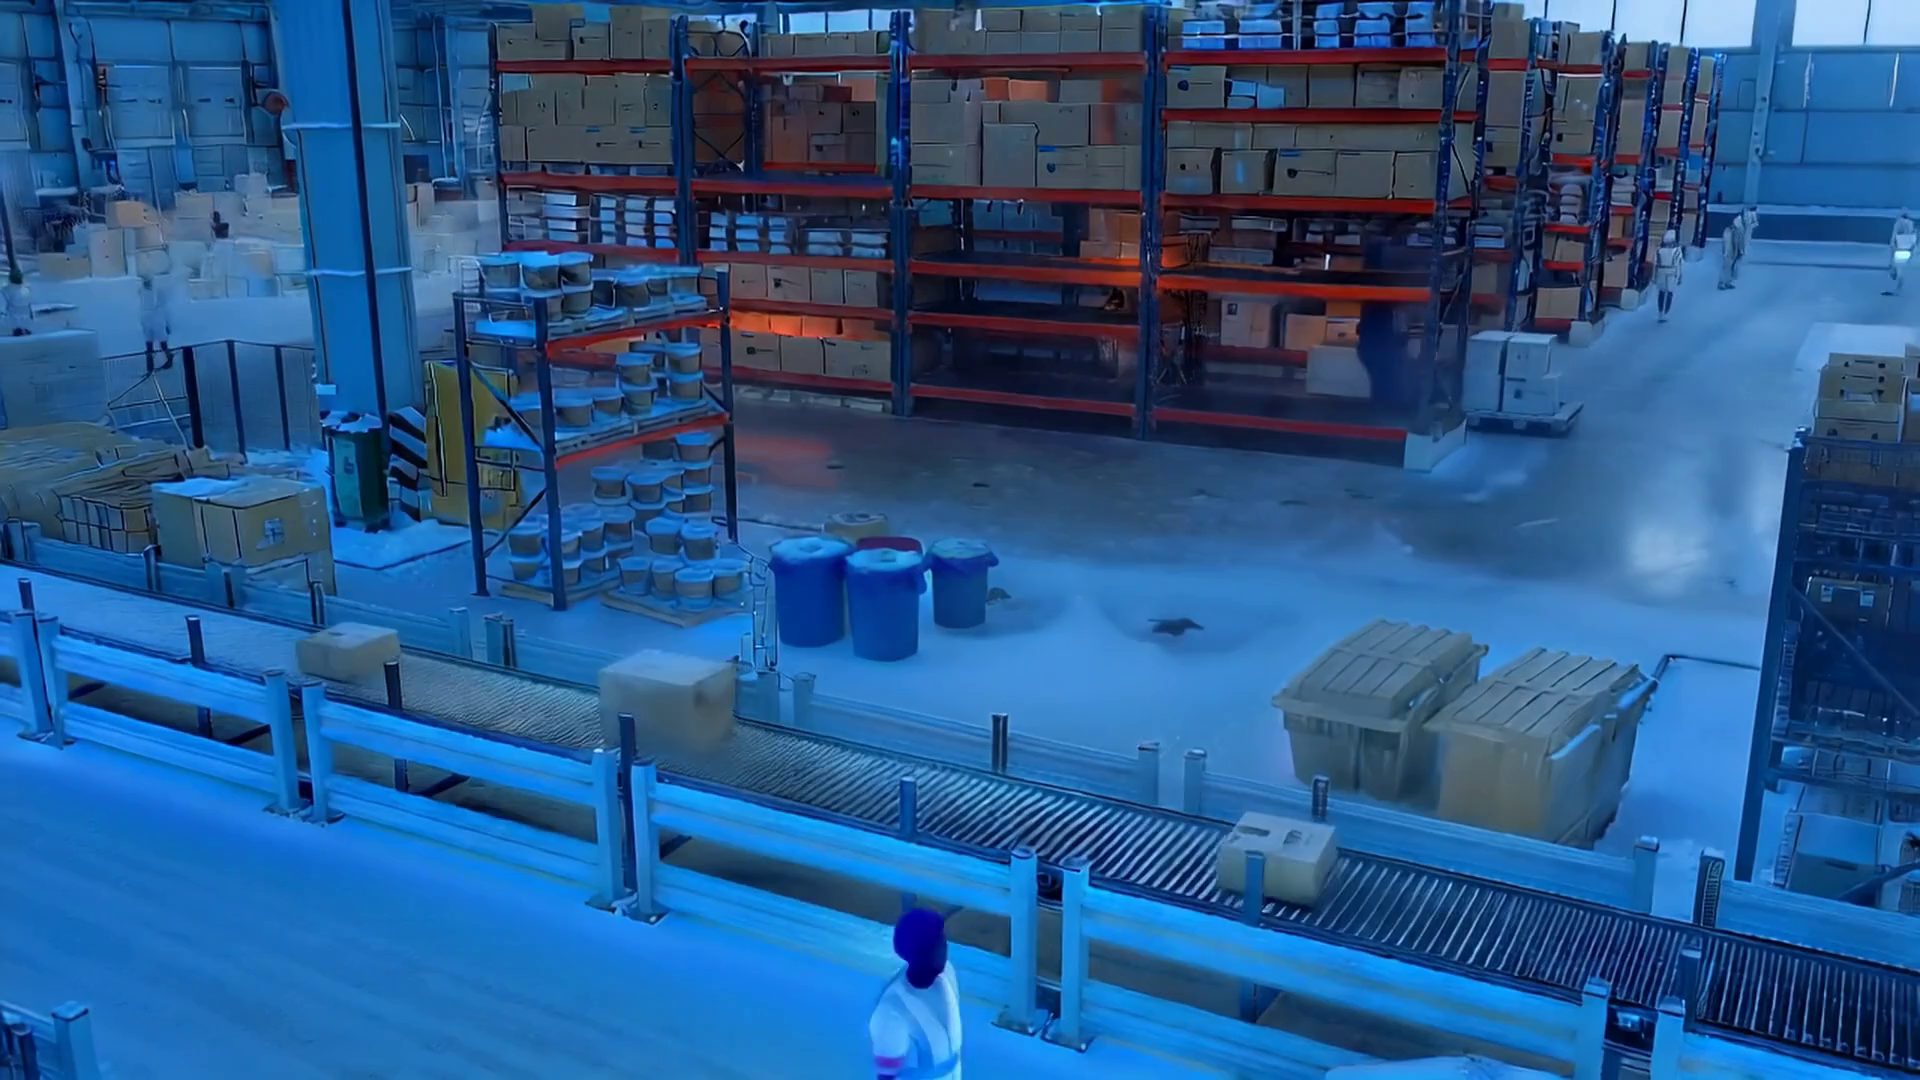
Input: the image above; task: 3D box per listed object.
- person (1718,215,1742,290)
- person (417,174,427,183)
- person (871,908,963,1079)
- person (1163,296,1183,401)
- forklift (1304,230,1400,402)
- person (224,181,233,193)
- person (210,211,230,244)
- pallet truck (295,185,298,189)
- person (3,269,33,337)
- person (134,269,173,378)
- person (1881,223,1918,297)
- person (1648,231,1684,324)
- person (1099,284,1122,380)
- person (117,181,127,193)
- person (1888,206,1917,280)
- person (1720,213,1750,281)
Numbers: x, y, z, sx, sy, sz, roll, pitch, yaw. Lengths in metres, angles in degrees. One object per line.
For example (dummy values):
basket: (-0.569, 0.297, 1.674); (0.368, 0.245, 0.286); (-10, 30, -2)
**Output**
person: (19.863, -7.391, 42.779); (0.644, 1.900, 0.397); (-12, 19, -37)
person: (-21.424, -13.645, 66.370); (0.620, 1.852, 0.441); (2, 15, 6)
person: (-0.225, 2.270, 6.880); (0.695, 1.676, 0.539); (9, 17, 30)
person: (3.459, -3.112, 27.064); (0.319, 1.695, 0.538); (-2, 15, -9)
forklift: (6.443, -3.376, 25.790); (1.873, 2.768, 1.129); (8, 17, 28)
person: (-26.501, -12.012, 60.161); (0.827, 1.890, 0.748); (-12, 19, -37)
person: (-19.506, -7.711, 43.941); (0.390, 1.914, 0.587); (7, 16, 23)
pallet truck: (-26.804, -14.617, 69.738); (1.885, 1.965, 0.823); (-14, 20, -42)
person: (-17.765, -4.271, 31.432); (0.533, 1.692, 0.319); (4, 15, 13)
person: (-14.308, -3.858, 29.506); (0.559, 1.900, 0.976); (-2, 15, -7)
person: (23.374, -6.971, 41.358); (0.603, 1.803, 0.795); (2, 15, 8)
person: (15.382, -5.720, 36.295); (0.641, 1.992, 1.013); (8, 17, 27)
person: (2.536, -3.608, 28.527); (0.410, 1.909, 0.643); (-3, 15, -12)
person: (-33.171, -13.453, 66.065); (0.546, 1.620, 0.457); (7, 16, 25)
person: (25.424, -8.001, 44.895); (0.646, 1.980, 0.434); (9, 17, 29)
person: (20.810, -7.878, 44.776); (0.633, 1.807, 0.885); (13, 20, 41)
